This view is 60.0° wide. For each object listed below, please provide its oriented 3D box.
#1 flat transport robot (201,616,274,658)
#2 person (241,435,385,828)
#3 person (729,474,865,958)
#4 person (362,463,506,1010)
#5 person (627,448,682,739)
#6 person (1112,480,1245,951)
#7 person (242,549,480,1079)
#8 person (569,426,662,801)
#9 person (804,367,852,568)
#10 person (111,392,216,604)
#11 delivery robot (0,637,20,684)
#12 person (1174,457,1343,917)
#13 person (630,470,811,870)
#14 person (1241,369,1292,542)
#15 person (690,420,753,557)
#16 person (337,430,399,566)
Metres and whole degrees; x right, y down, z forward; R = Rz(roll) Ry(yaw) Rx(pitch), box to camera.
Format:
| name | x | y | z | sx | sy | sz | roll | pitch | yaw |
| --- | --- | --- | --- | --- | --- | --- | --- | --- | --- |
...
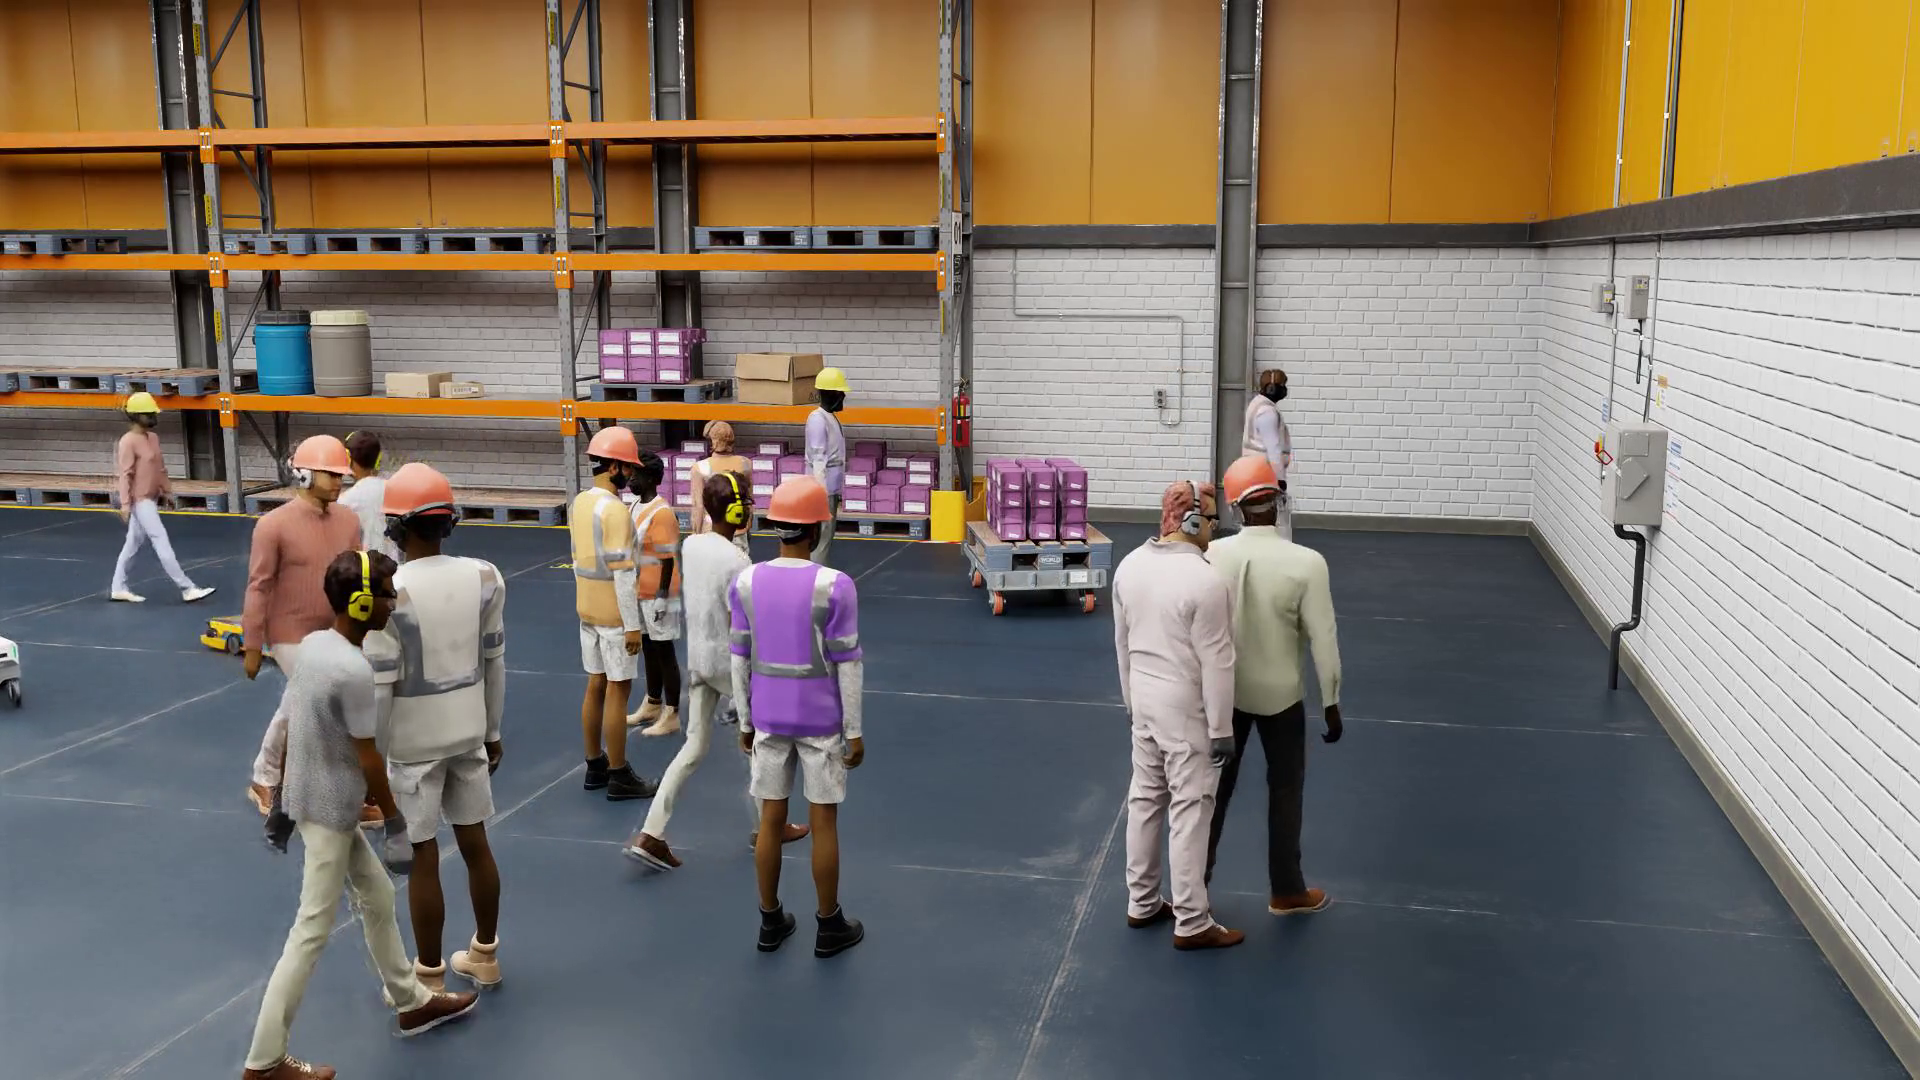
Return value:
| name | x | y | z | sx | sy | sz | roll | pitch | yaw |
| --- | --- | --- | --- | --- | --- | --- | --- | --- | --- |
| flat transport robot | -4.663 | 0.674 | 11.744 | 1.431 | 0.197 | 0.652 | 7 | 12 | 35 |
| person | -3.232 | 0.449 | 8.169 | 0.971 | 1.948 | 0.616 | 3 | 10 | 18 |
| person | -0.634 | 0.704 | 6.644 | 0.551 | 1.937 | 0.357 | 3 | 10 | 17 |
| person | -1.960 | 0.733 | 6.157 | 0.375 | 2.043 | 0.611 | 7 | 12 | 36 |
| person | -1.808 | 0.304 | 9.722 | 0.319 | 1.696 | 0.532 | -6 | 11 | -31 |
| person | 0.908 | 0.702 | 6.767 | 0.405 | 1.903 | 0.636 | -6 | 11 | -32 |
| person | -2.077 | 0.930 | 5.702 | 0.939 | 1.806 | 0.566 | -7 | 12 | -35 |
| person | -1.787 | 0.377 | 8.606 | 0.374 | 1.928 | 0.543 | -7 | 12 | -36 |
| person | -1.046 | -0.418 | 13.317 | 0.384 | 1.924 | 0.594 | 1 | 10 | 4 |
| person | -6.492 | -0.329 | 13.386 | 0.895 | 1.711 | 0.543 | 0 | 10 | -2 |
| delivery robot | -6.193 | 0.710 | 10.417 | 0.707 | 0.478 | 0.477 | 9 | 13 | 41 |
| person | 1.228 | 0.655 | 6.935 | 0.703 | 1.963 | 0.651 | 6 | 12 | 33 |
| person | -1.135 | 0.590 | 7.648 | 0.514 | 1.834 | 0.922 | 8 | 13 | 41 |
| person | 2.841 | -0.599 | 14.728 | 0.809 | 1.810 | 0.647 | 1 | 10 | 5 |
| person | -1.699 | -0.040 | 11.927 | 0.513 | 1.641 | 0.307 | -8 | 12 | -39 |
| person | -3.334 | 0.269 | 9.604 | 0.982 | 1.822 | 0.496 | 5 | 11 | 25 |
